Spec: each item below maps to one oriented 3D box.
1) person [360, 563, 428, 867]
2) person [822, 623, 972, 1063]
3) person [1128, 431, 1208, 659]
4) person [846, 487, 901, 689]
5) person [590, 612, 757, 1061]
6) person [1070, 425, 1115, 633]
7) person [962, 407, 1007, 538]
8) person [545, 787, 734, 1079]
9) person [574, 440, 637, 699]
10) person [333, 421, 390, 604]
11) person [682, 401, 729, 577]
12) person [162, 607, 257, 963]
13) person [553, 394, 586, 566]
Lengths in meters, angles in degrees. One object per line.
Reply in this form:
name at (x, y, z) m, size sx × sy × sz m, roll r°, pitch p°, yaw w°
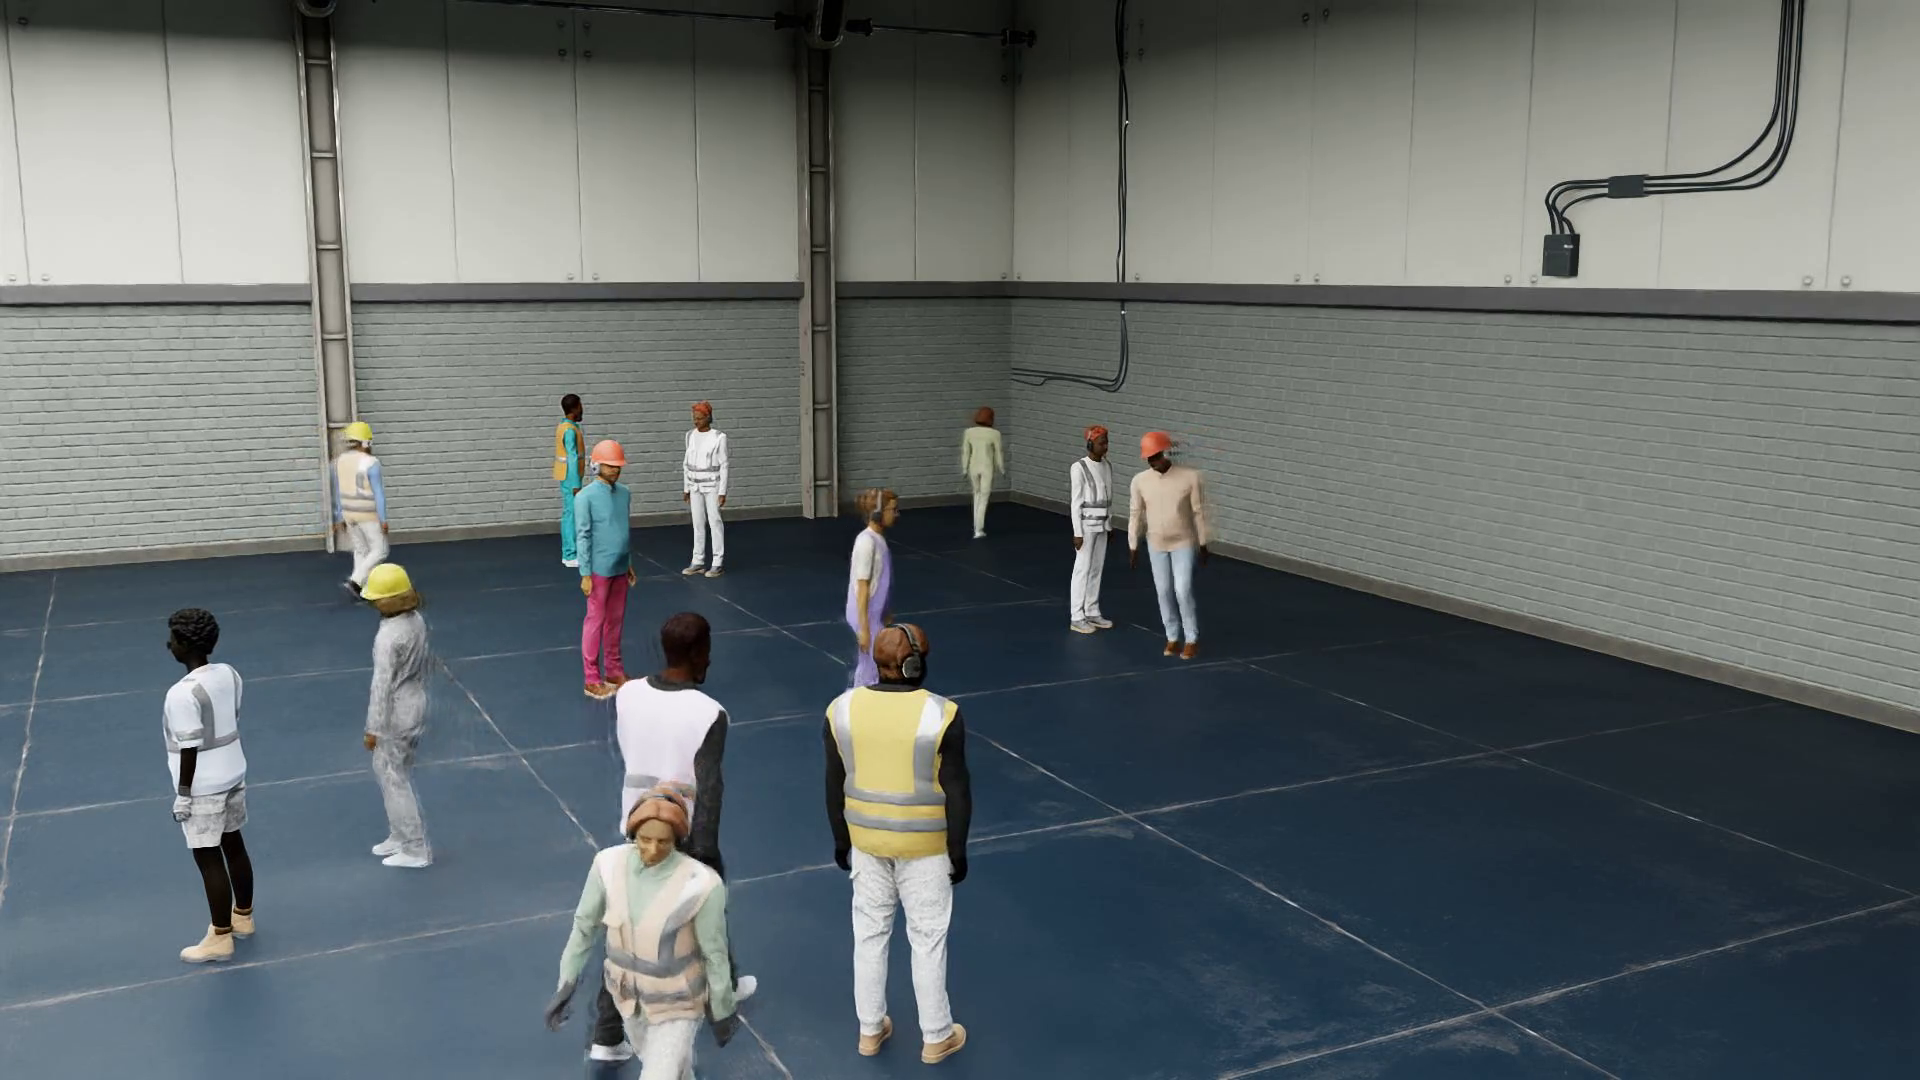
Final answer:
person at (-3.162, 0.959, 9.103) m, size 0.506 × 1.711 × 0.511 m, roll 1°, pitch 9°, yaw 4°
person at (-0.245, 1.255, 6.921) m, size 0.624 × 1.841 × 0.430 m, roll 3°, pitch 10°, yaw 20°
person at (1.752, 0.043, 14.059) m, size 0.649 × 1.943 × 0.580 m, roll 3°, pitch 10°, yaw 20°
person at (-0.546, 0.564, 11.185) m, size 0.550 × 1.835 × 0.569 m, roll 1°, pitch 9°, yaw 5°
person at (-1.233, 1.228, 7.032) m, size 0.600 × 1.868 × 1.025 m, roll 4°, pitch 10°, yaw 25°
person at (1.210, -0.104, 15.150) m, size 0.337 × 1.882 × 0.583 m, roll 7°, pitch 12°, yaw 38°
person at (0.310, -0.844, 20.587) m, size 0.508 × 1.598 × 0.695 m, roll 5°, pitch 10°, yaw 28°
person at (-1.046, 1.579, 5.694) m, size 0.606 × 1.591 × 0.847 m, roll 5°, pitch 10°, yaw 26°
person at (-2.713, 0.216, 12.847) m, size 0.395 × 1.990 × 0.622 m, roll 4°, pitch 10°, yaw 25°
person at (-5.857, -0.246, 16.227) m, size 0.611 × 1.815 × 0.491 m, roll 5°, pitch 11°, yaw 30°
person at (-2.739, -0.543, 17.851) m, size 0.572 × 1.886 × 0.356 m, roll 5°, pitch 11°, yaw 30°
person at (-3.598, 1.159, 7.946) m, size 0.317 × 1.695 × 0.540 m, roll 0°, pitch 9°, yaw 2°
person at (-4.316, -0.662, 18.483) m, size 0.383 × 1.918 × 0.597 m, roll -3°, pitch 10°, yaw -19°
